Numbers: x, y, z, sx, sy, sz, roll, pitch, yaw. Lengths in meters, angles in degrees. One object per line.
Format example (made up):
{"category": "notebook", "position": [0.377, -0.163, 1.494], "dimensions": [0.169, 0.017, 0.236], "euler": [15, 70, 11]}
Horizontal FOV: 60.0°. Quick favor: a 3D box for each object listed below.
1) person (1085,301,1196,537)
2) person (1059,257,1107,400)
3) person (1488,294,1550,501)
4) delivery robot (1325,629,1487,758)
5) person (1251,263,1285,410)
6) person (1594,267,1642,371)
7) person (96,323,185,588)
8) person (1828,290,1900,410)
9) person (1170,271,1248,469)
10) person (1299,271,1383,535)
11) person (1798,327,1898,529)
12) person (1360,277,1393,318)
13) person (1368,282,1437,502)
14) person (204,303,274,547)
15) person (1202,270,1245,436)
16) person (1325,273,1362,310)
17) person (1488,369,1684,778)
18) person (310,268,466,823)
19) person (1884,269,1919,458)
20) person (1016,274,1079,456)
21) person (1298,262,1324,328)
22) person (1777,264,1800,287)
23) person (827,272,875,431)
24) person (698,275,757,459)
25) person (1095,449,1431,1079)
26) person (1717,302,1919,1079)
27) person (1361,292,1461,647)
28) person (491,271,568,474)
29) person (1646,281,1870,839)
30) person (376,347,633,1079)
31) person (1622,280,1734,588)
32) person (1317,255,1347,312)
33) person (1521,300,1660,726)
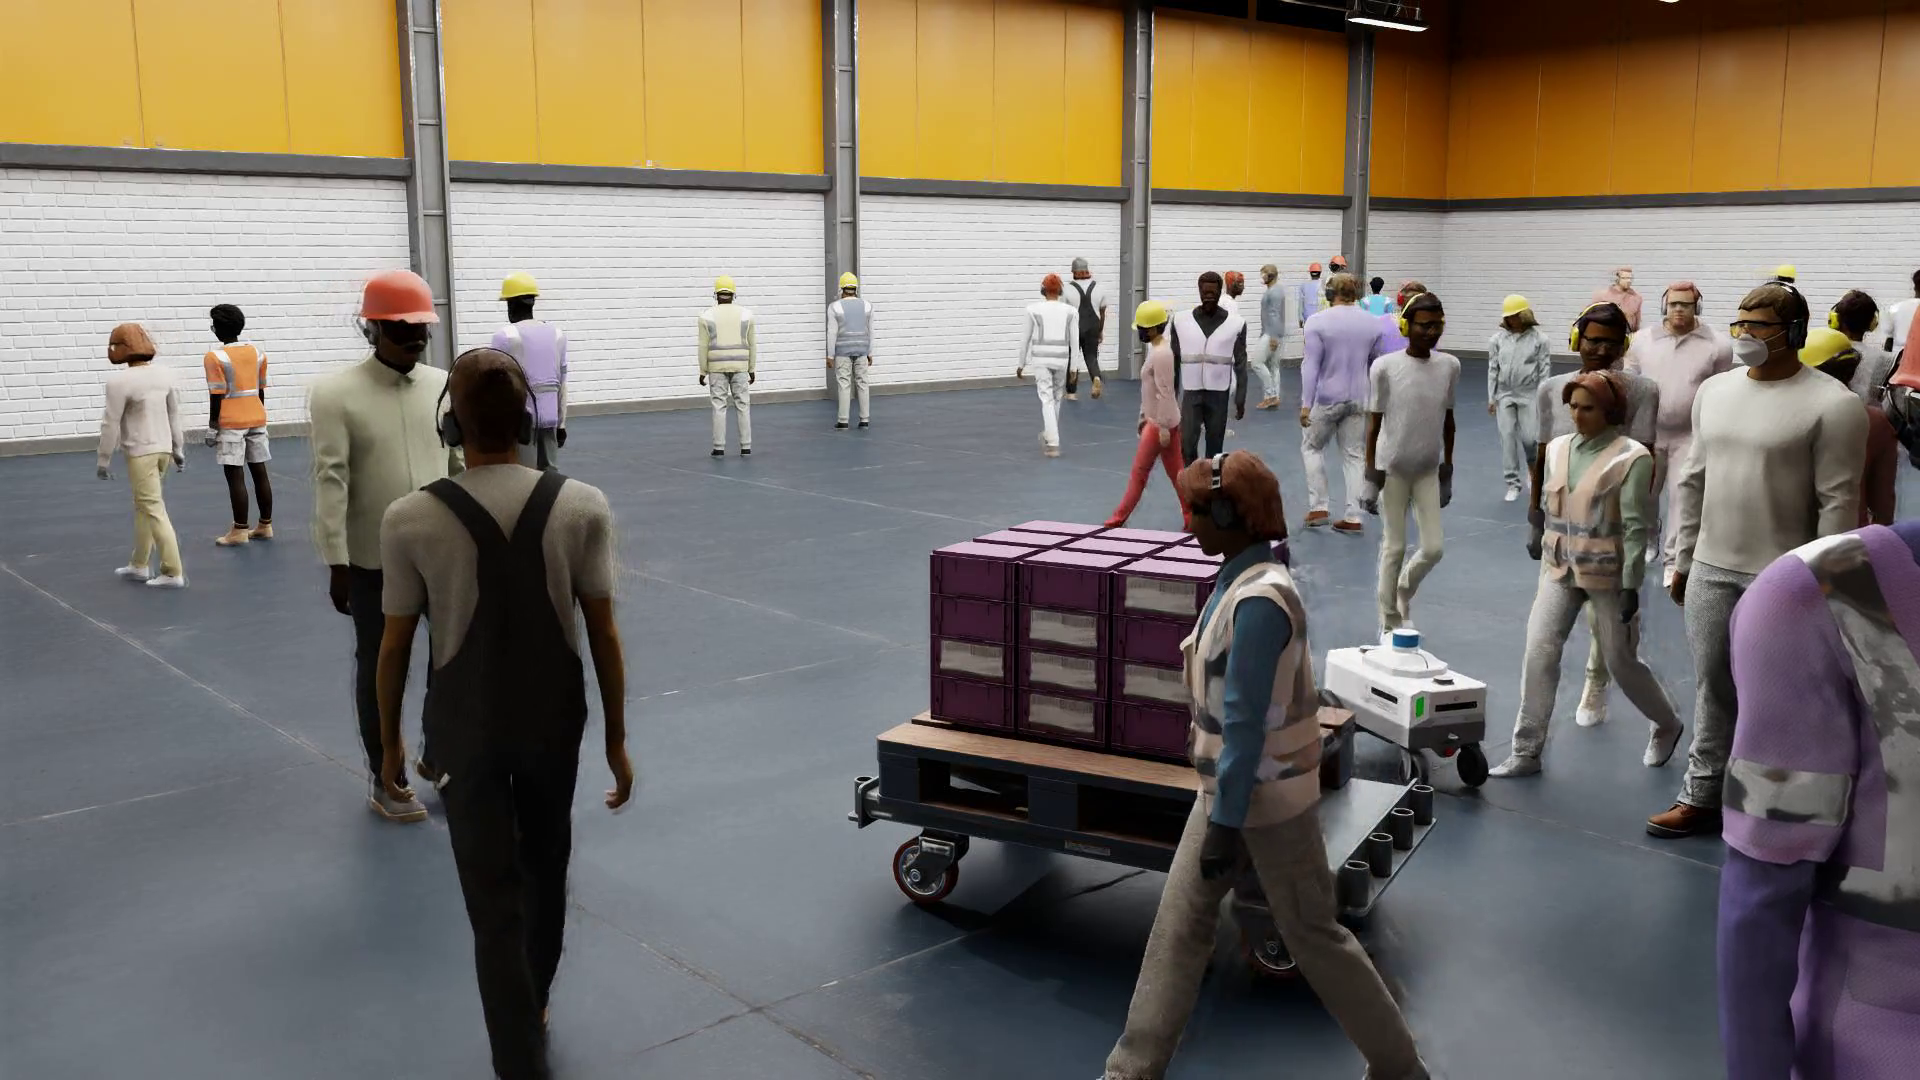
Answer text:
{"category": "person", "position": [1.315, -0.809, 11.651], "dimensions": [0.870, 1.707, 0.582], "euler": [2, 10, 9]}
{"category": "person", "position": [1.705, -2.949, 23.205], "dimensions": [0.694, 2.000, 0.742], "euler": [-2, 10, -12]}
{"category": "person", "position": [4.633, -1.185, 13.828], "dimensions": [0.495, 1.720, 0.442], "euler": [4, 11, 24]}
{"category": "delivery robot", "position": [1.741, 0.595, 6.528], "dimensions": [0.477, 0.478, 0.707], "euler": [-3, 10, -18]}
{"category": "person", "position": [4.015, -2.652, 21.805], "dimensions": [0.492, 1.924, 0.665], "euler": [1, 10, 7]}
{"category": "person", "position": [8.447, -2.535, 21.295], "dimensions": [0.667, 1.873, 0.888], "euler": [0, 10, -3]}
{"category": "person", "position": [-5.062, -0.508, 10.146], "dimensions": [0.693, 1.604, 0.530], "euler": [2, 10, 14]}
{"category": "person", "position": [4.776, -0.431, 9.076], "dimensions": [0.550, 1.829, 0.881], "euler": [2, 10, 13]}
{"category": "person", "position": [1.911, -1.120, 12.897], "dimensions": [0.631, 1.898, 0.620], "euler": [2, 10, 10]}
{"category": "person", "position": [2.750, -0.997, 12.158], "dimensions": [0.704, 1.912, 0.621], "euler": [-3, 10, -19]}
{"category": "person", "position": [3.502, 0.013, 6.751], "dimensions": [0.527, 1.742, 0.414], "euler": [0, 10, 2]}
{"category": "person", "position": [6.499, -3.261, 26.036], "dimensions": [0.540, 1.695, 0.317], "euler": [0, 10, 1]}
{"category": "person", "position": [3.647, -1.217, 13.747], "dimensions": [0.596, 1.803, 0.859], "euler": [2, 10, 10]}
{"category": "person", "position": [-5.056, -0.803, 11.638], "dimensions": [0.320, 1.698, 0.531], "euler": [3, 10, 20]}
{"category": "person", "position": [2.969, -2.090, 18.696], "dimensions": [0.435, 1.863, 0.653], "euler": [-2, 10, -9]}
{"category": "person", "position": [4.783, -2.451, 20.975], "dimensions": [0.864, 1.818, 0.620], "euler": [-5, 11, -28]}
{"category": "person", "position": [2.492, 0.133, 6.451], "dimensions": [0.818, 1.603, 0.523], "euler": [-5, 11, -28]}
{"category": "person", "position": [-1.984, 0.040, 5.905], "dimensions": [0.638, 1.978, 0.480], "euler": [-9, 13, -42]}
{"category": "person", "position": [9.603, -1.780, 16.730], "dimensions": [1.008, 1.921, 0.622], "euler": [-5, 11, -29]}
{"category": "person", "position": [0.907, -1.791, 17.036], "dimensions": [0.590, 1.831, 0.983], "euler": [-2, 10, -13]}
{"category": "person", "position": [6.346, -3.968, 29.569], "dimensions": [0.554, 1.905, 0.864], "euler": [6, 12, 33]}
{"category": "person", "position": [11.340, -2.827, 22.884], "dimensions": [0.592, 1.907, 0.596], "euler": [1, 10, 6]}
{"category": "person", "position": [-1.281, -2.186, 19.341], "dimensions": [0.586, 1.835, 0.403], "euler": [-5, 11, -25]}
{"category": "person", "position": [-2.329, -1.727, 16.652], "dimensions": [0.587, 1.835, 0.404], "euler": [-3, 10, -16]}
{"category": "person", "position": [0.699, 0.585, 3.828], "dimensions": [0.873, 1.588, 0.539], "euler": [0, 10, -3]}
{"category": "person", "position": [1.252, 0.654, 2.102], "dimensions": [0.614, 2.042, 0.373], "euler": [-2, 10, -12]}
{"category": "person", "position": [2.278, -0.340, 8.514], "dimensions": [0.520, 1.849, 0.457], "euler": [-2, 10, -10]}
{"category": "person", "position": [-2.803, -0.772, 10.797], "dimensions": [0.386, 1.922, 0.594], "euler": [6, 12, 33]}
{"category": "person", "position": [2.666, 0.112, 5.582], "dimensions": [0.371, 1.941, 0.627], "euler": [-5, 11, -29]}
{"category": "person", "position": [-1.108, 0.450, 3.977], "dimensions": [0.543, 1.806, 0.906], "euler": [-5, 11, -25]}
{"category": "person", "position": [4.453, -0.681, 10.403], "dimensions": [0.651, 1.885, 0.775], "euler": [5, 11, 25]}
{"category": "person", "position": [6.302, -3.751, 27.909], "dimensions": [0.605, 2.038, 0.394], "euler": [4, 10, 22]}
{"category": "person", "position": [2.631, -0.077, 6.991], "dimensions": [0.517, 1.840, 0.613], "euler": [5, 11, 26]}
